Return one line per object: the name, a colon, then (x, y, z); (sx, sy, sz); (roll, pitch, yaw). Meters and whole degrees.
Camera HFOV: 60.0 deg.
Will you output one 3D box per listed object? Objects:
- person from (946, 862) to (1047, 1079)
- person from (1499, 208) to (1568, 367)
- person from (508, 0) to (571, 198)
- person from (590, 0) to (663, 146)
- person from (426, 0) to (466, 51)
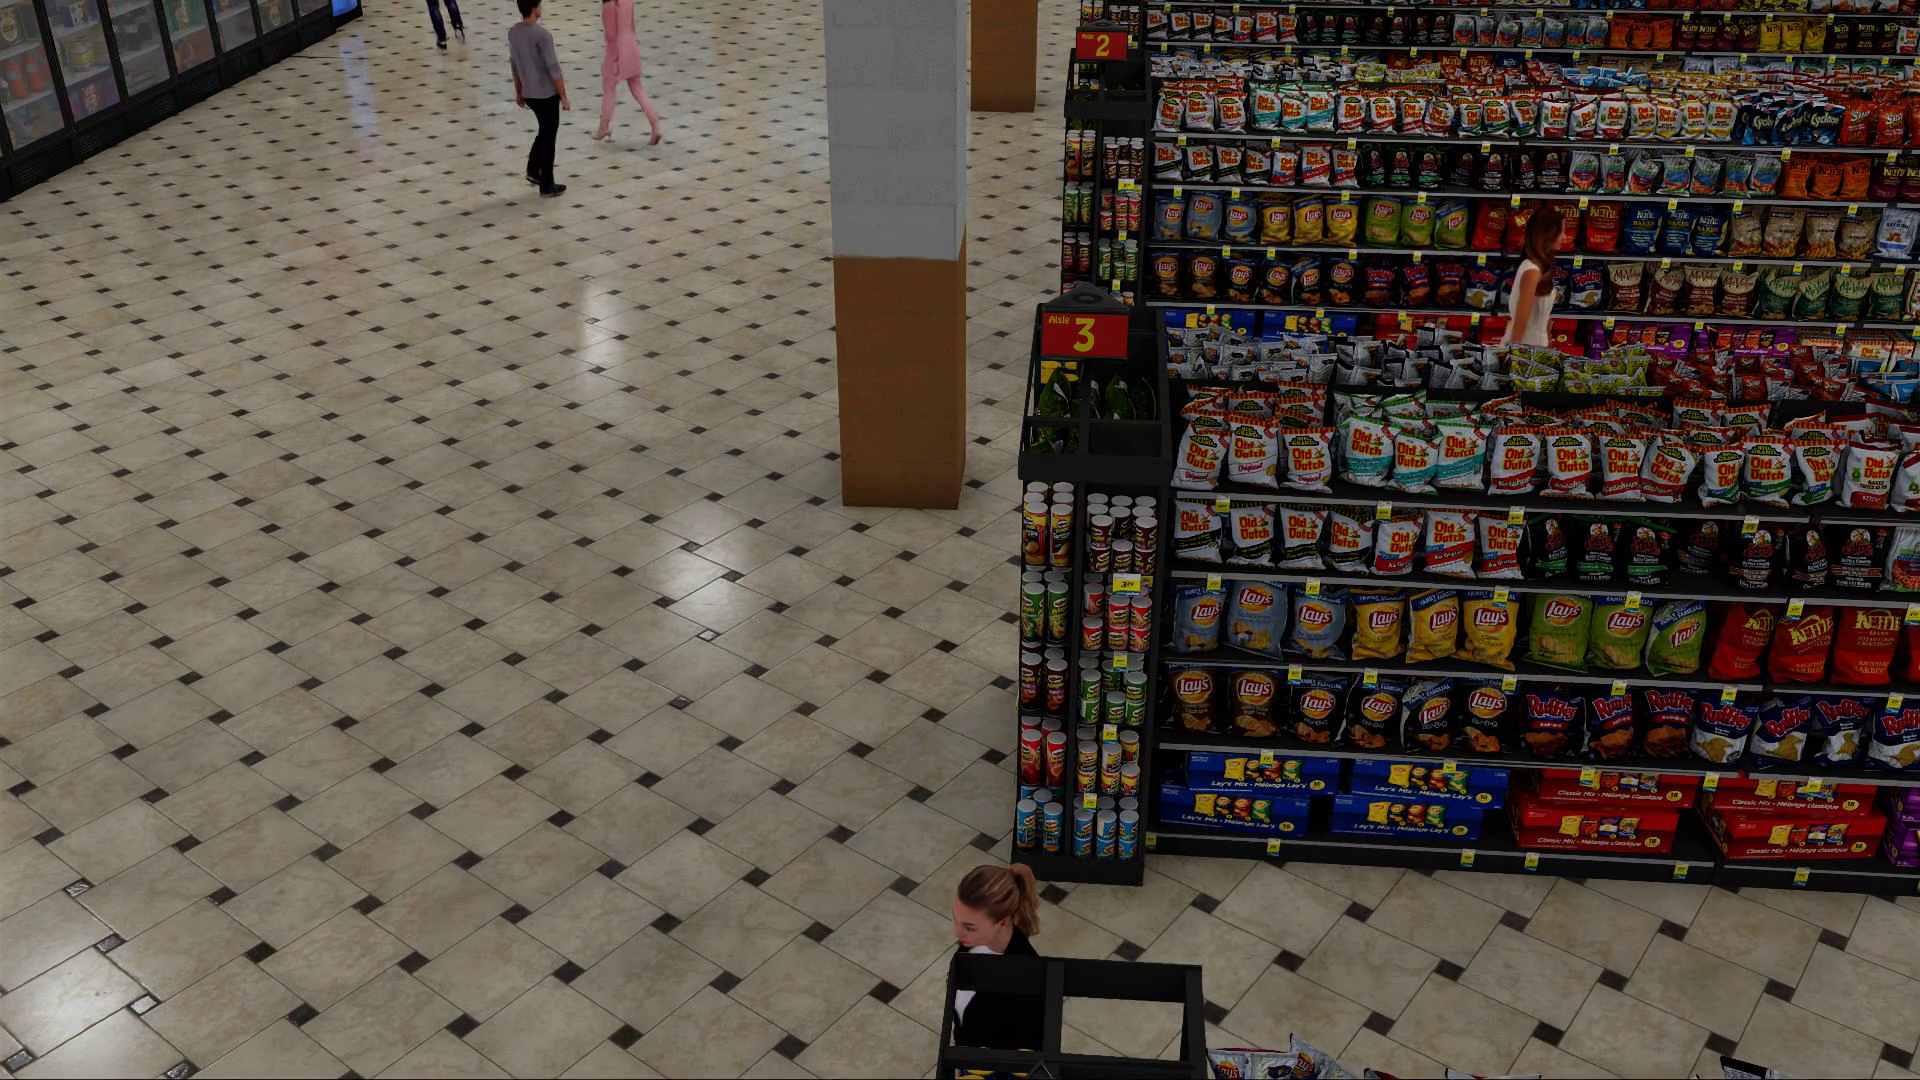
person: (0.221, 1.610, 4.903); (0.747, 1.680, 0.751); (-10, 30, -18)
person: (3.181, -1.072, 9.720); (0.812, 1.771, 0.748); (12, 31, 22)
person: (-3.861, -3.997, 15.016); (0.793, 1.829, 0.871); (21, 35, 34)
person: (-3.255, -4.734, 16.443); (1.175, 1.755, 0.937); (16, 32, 26)
person: (-6.397, -6.916, 20.382); (0.952, 1.812, 1.005); (-16, 32, -26)
